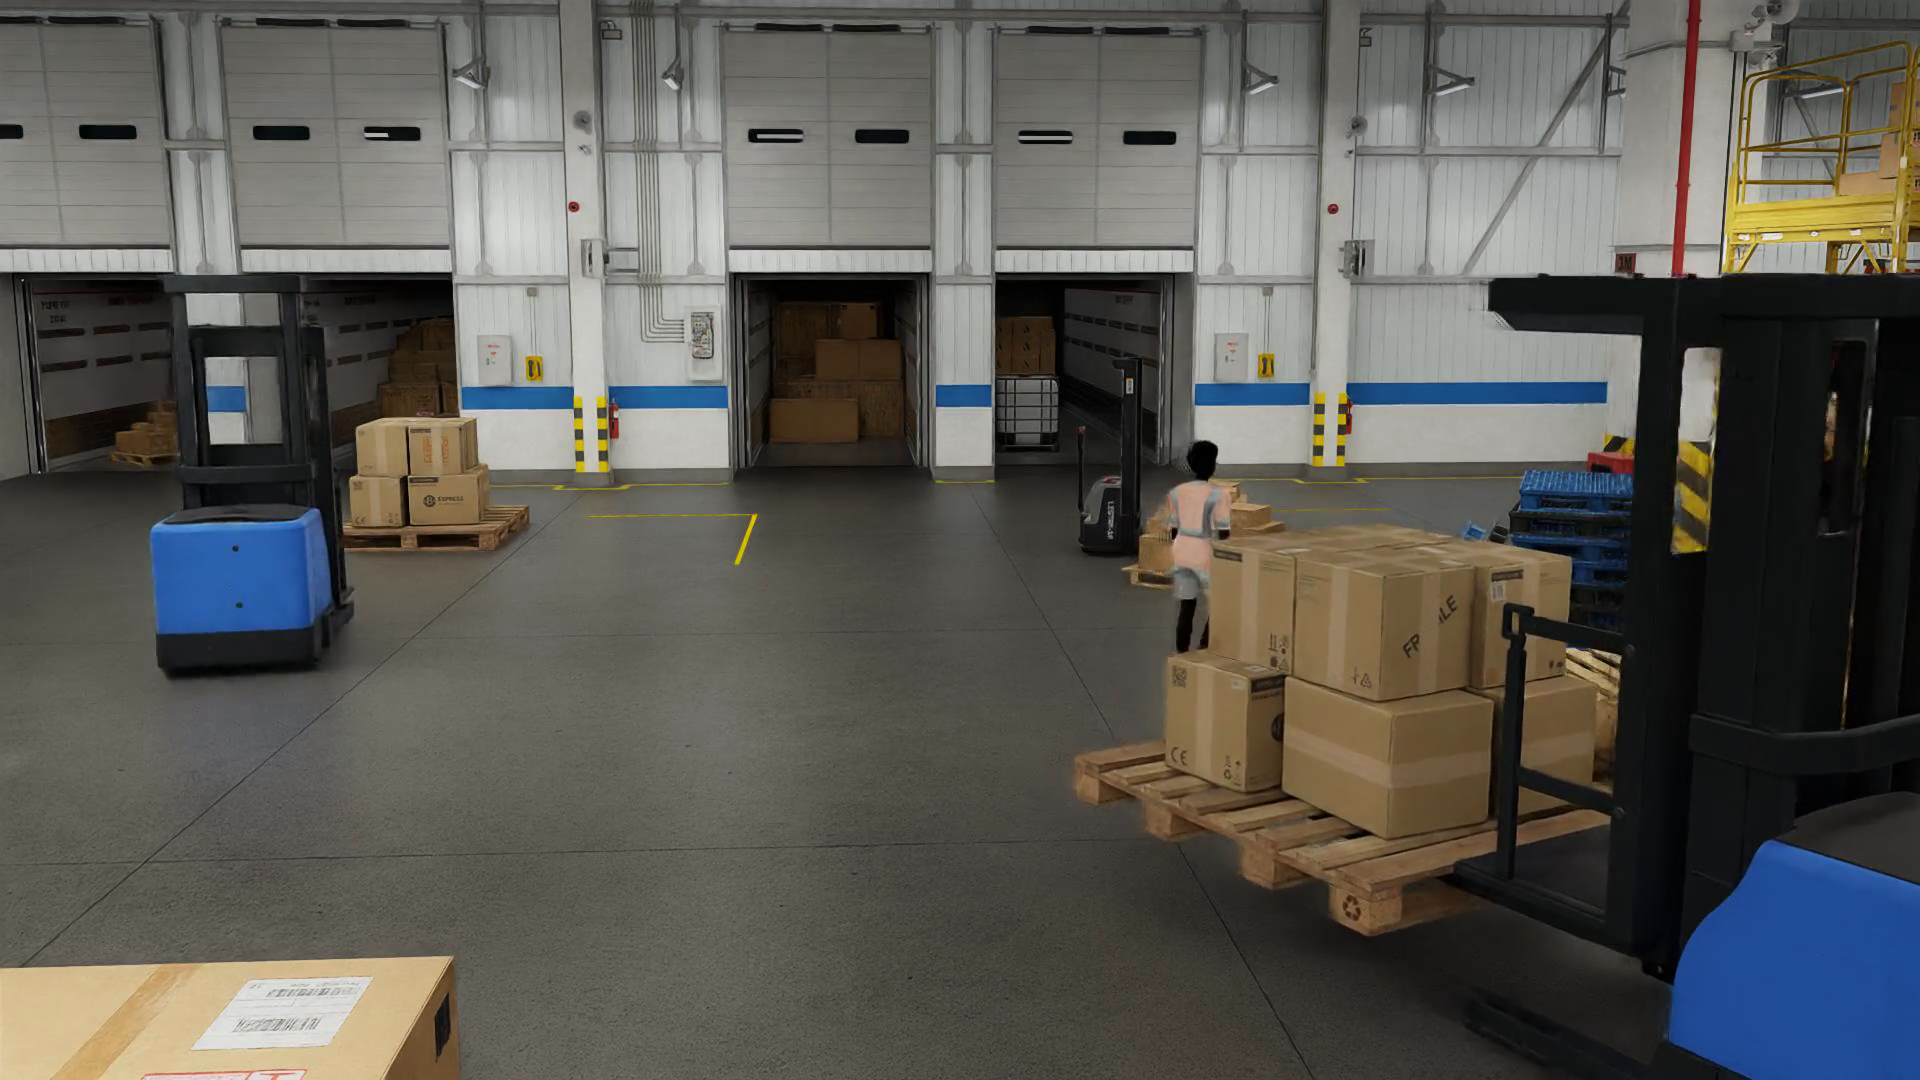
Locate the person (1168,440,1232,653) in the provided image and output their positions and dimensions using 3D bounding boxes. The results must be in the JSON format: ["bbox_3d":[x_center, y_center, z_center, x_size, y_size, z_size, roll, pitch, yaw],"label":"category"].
[{"bbox_3d":[1.670,0.146,11.561,0.384,1.680,0.551,-9,13,-44],"label":"person"}]

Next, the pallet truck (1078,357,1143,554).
[{"bbox_3d":[2.088,-0.836,16.757,1.885,1.965,0.823,2,9,13],"label":"pallet truck"}]

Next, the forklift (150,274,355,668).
[{"bbox_3d":[-5.313,-0.585,12.423,1.129,2.768,1.873,-2,9,-12],"label":"forklift"}]

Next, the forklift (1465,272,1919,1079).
[{"bbox_3d":[2.822,0.531,5.415,1.129,2.768,1.873,-5,10,-30],"label":"forklift"}]
